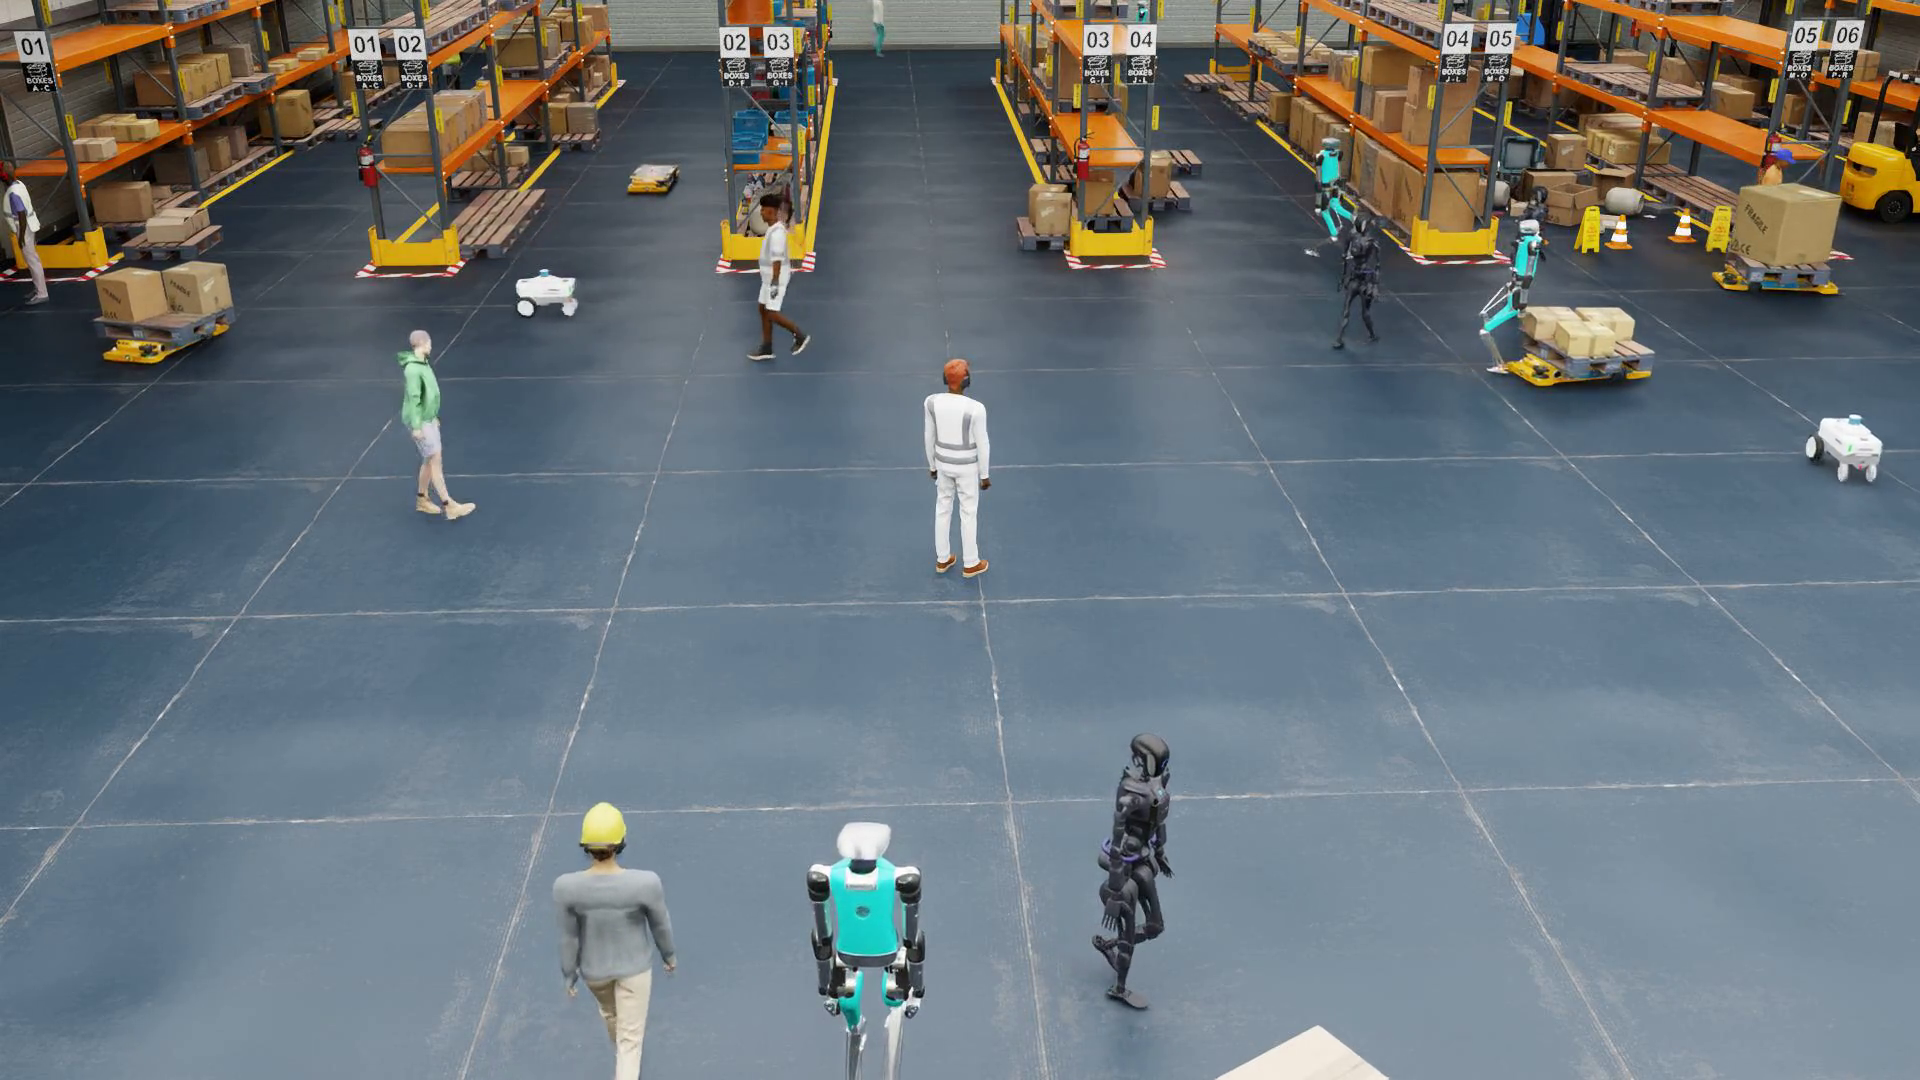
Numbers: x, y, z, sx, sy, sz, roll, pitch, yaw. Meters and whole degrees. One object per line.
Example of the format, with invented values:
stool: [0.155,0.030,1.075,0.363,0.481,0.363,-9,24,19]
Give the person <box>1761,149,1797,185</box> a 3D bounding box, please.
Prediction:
person: [11.270,-4.585,23.034,0.816,1.673,0.472,20,31,38]

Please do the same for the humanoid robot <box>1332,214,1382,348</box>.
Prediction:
humanoid robot: [4.777,-3.073,19.714,0.714,1.638,0.603,-19,30,-36]

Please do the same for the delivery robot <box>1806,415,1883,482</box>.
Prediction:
delivery robot: [8.654,-0.930,16.216,0.499,0.599,0.774,1,24,3]

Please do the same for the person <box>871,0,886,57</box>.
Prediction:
person: [-2.019,-13.132,42.156,0.383,1.746,0.543,-8,25,-17]

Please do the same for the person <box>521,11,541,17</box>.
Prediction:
person: [-10.486,-12.562,40.790,0.577,1.820,0.457,2,24,5]

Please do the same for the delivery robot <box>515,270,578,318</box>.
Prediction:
delivery robot: [-5.287,-3.132,21.177,0.812,0.609,0.499,-2,24,-4]

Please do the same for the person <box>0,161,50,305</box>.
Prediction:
person: [-12.077,-3.970,21.463,0.389,1.837,0.564,-11,26,-24]

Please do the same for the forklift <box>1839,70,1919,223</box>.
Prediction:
forklift: [15.132,-6.143,25.915,2.313,2.155,1.214,-1,24,-2]

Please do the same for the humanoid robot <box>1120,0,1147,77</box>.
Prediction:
humanoid robot: [3.960,-11.743,39.081,0.832,1.798,0.591,2,24,5]

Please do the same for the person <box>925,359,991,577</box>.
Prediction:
person: [-0.013,-0.595,13.826,0.574,1.884,0.356,12,26,24]

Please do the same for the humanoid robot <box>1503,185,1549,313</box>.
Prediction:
humanoid robot: [7.152,-3.672,21.000,0.595,1.646,0.377,-17,29,-34]

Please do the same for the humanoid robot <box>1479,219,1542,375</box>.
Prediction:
humanoid robot: [6.110,-2.736,18.740,0.673,1.747,0.549,2,24,6]

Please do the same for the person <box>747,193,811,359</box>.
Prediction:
person: [-2.146,-3.023,19.222,0.658,1.923,0.643,-6,25,-13]

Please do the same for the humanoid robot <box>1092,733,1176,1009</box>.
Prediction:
humanoid robot: [0.869,1.733,8.844,0.428,1.640,0.609,15,28,30]

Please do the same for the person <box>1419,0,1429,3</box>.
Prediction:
person: [11.661,-12.998,41.797,0.396,1.800,0.592,-6,25,-12]

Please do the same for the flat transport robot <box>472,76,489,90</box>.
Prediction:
flat transport robot: [-10.601,-10.409,37.860,0.659,0.231,1.431,0,24,-1]

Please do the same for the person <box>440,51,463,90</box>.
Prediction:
person: [-11.026,-10.369,36.050,0.531,1.673,0.632,-4,24,-9]

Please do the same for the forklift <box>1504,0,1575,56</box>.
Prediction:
forklift: [14.700,-13.805,42.301,1.873,2.768,1.129,-1,24,-2]

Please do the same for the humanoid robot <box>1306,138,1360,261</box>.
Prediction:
humanoid robot: [5.325,-4.691,23.263,0.540,1.760,1.028,-19,30,-36]

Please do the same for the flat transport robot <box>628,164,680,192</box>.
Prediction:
flat transport robot: [-5.210,-6.166,28.328,0.659,0.231,1.431,0,24,0]

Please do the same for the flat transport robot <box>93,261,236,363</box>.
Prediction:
flat transport robot: [-9.496,-2.423,19.917,0.659,0.231,1.431,6,25,12]

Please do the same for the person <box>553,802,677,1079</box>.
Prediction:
person: [-1.666,2.055,8.071,0.532,1.720,0.921,0,24,0]

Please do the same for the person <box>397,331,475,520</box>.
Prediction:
person: [-4.740,-1.038,15.048,0.630,1.692,0.541,1,24,1]

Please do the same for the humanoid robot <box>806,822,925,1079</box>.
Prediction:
humanoid robot: [-0.414,2.095,8.070,0.542,1.889,0.664,2,24,4]

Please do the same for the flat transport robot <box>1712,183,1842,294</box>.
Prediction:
flat transport robot: [10.946,-3.505,22.349,1.431,0.231,0.659,4,24,8]

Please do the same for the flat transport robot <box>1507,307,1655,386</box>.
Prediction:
flat transport robot: [7.046,-1.977,18.915,1.431,0.231,0.659,-5,25,-12]

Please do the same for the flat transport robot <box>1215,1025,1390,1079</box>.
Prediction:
flat transport robot: [1.657,3.173,7.342,1.431,0.231,0.659,-15,28,-31]
